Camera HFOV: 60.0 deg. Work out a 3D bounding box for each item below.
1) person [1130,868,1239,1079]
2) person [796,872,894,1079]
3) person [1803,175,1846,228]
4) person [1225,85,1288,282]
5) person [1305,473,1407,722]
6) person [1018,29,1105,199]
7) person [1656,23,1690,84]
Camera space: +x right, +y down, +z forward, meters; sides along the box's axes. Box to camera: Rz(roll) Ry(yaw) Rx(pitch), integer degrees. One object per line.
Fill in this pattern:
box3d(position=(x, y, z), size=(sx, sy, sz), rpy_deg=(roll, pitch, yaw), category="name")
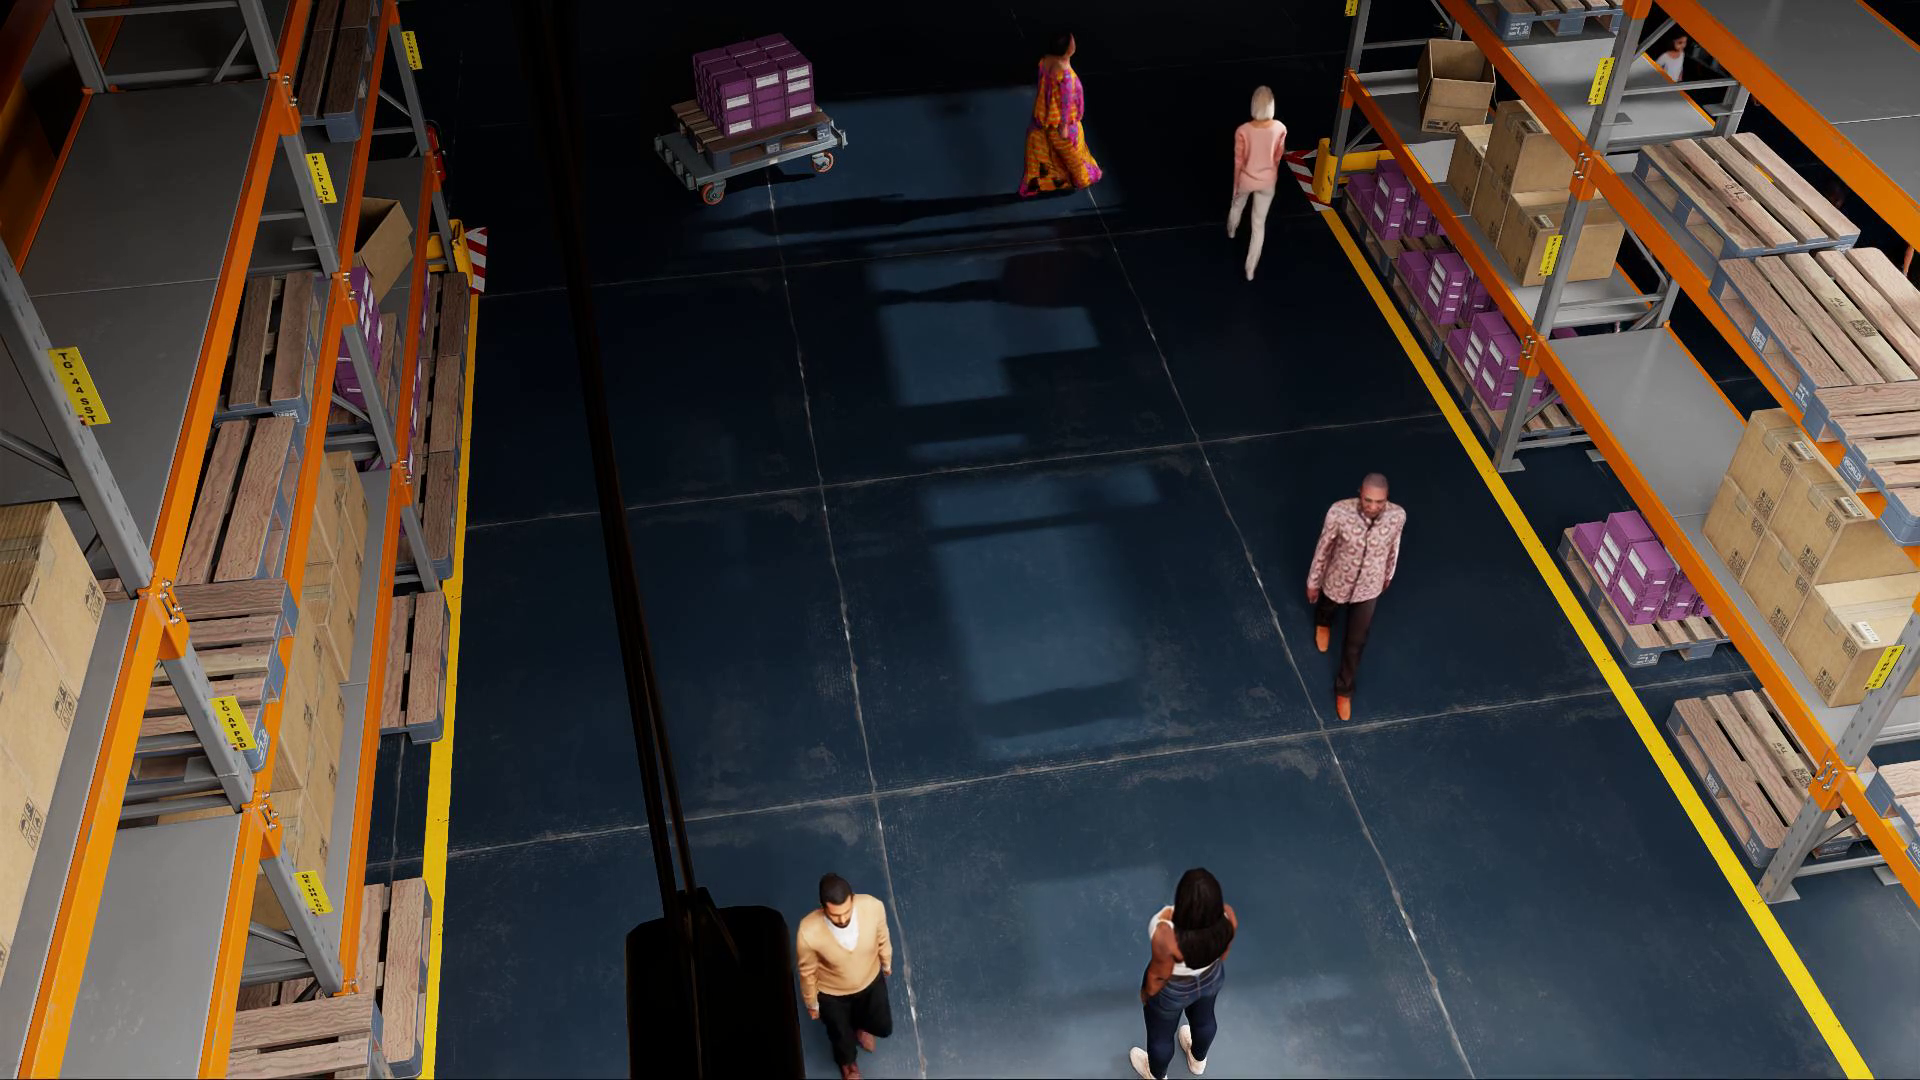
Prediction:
box3d(position=(1.174, 2.286, 8.625), size=(0.694, 1.809, 0.678), rpy_deg=(-17, 46, -17), category="person")
box3d(position=(-0.611, 2.247, 8.714), size=(0.752, 1.743, 0.787), rpy_deg=(-17, 46, -17), category="person")
box3d(position=(6.710, -2.063, 13.287), size=(0.909, 1.675, 1.277), rpy_deg=(-19, 47, -19), category="person")
box3d(position=(2.554, -3.026, 14.299), size=(0.767, 1.674, 1.164), rpy_deg=(1, 44, 1), category="person")
box3d(position=(2.546, 0.202, 10.842), size=(0.959, 1.769, 1.270), rpy_deg=(5, 44, 5), category="person")
box3d(position=(0.817, -3.868, 15.186), size=(0.976, 1.670, 1.132), rpy_deg=(-22, 48, -21), category="person")
box3d(position=(6.750, -4.425, 16.080), size=(0.612, 1.243, 0.743), rpy_deg=(-22, 48, -22), category="person")
